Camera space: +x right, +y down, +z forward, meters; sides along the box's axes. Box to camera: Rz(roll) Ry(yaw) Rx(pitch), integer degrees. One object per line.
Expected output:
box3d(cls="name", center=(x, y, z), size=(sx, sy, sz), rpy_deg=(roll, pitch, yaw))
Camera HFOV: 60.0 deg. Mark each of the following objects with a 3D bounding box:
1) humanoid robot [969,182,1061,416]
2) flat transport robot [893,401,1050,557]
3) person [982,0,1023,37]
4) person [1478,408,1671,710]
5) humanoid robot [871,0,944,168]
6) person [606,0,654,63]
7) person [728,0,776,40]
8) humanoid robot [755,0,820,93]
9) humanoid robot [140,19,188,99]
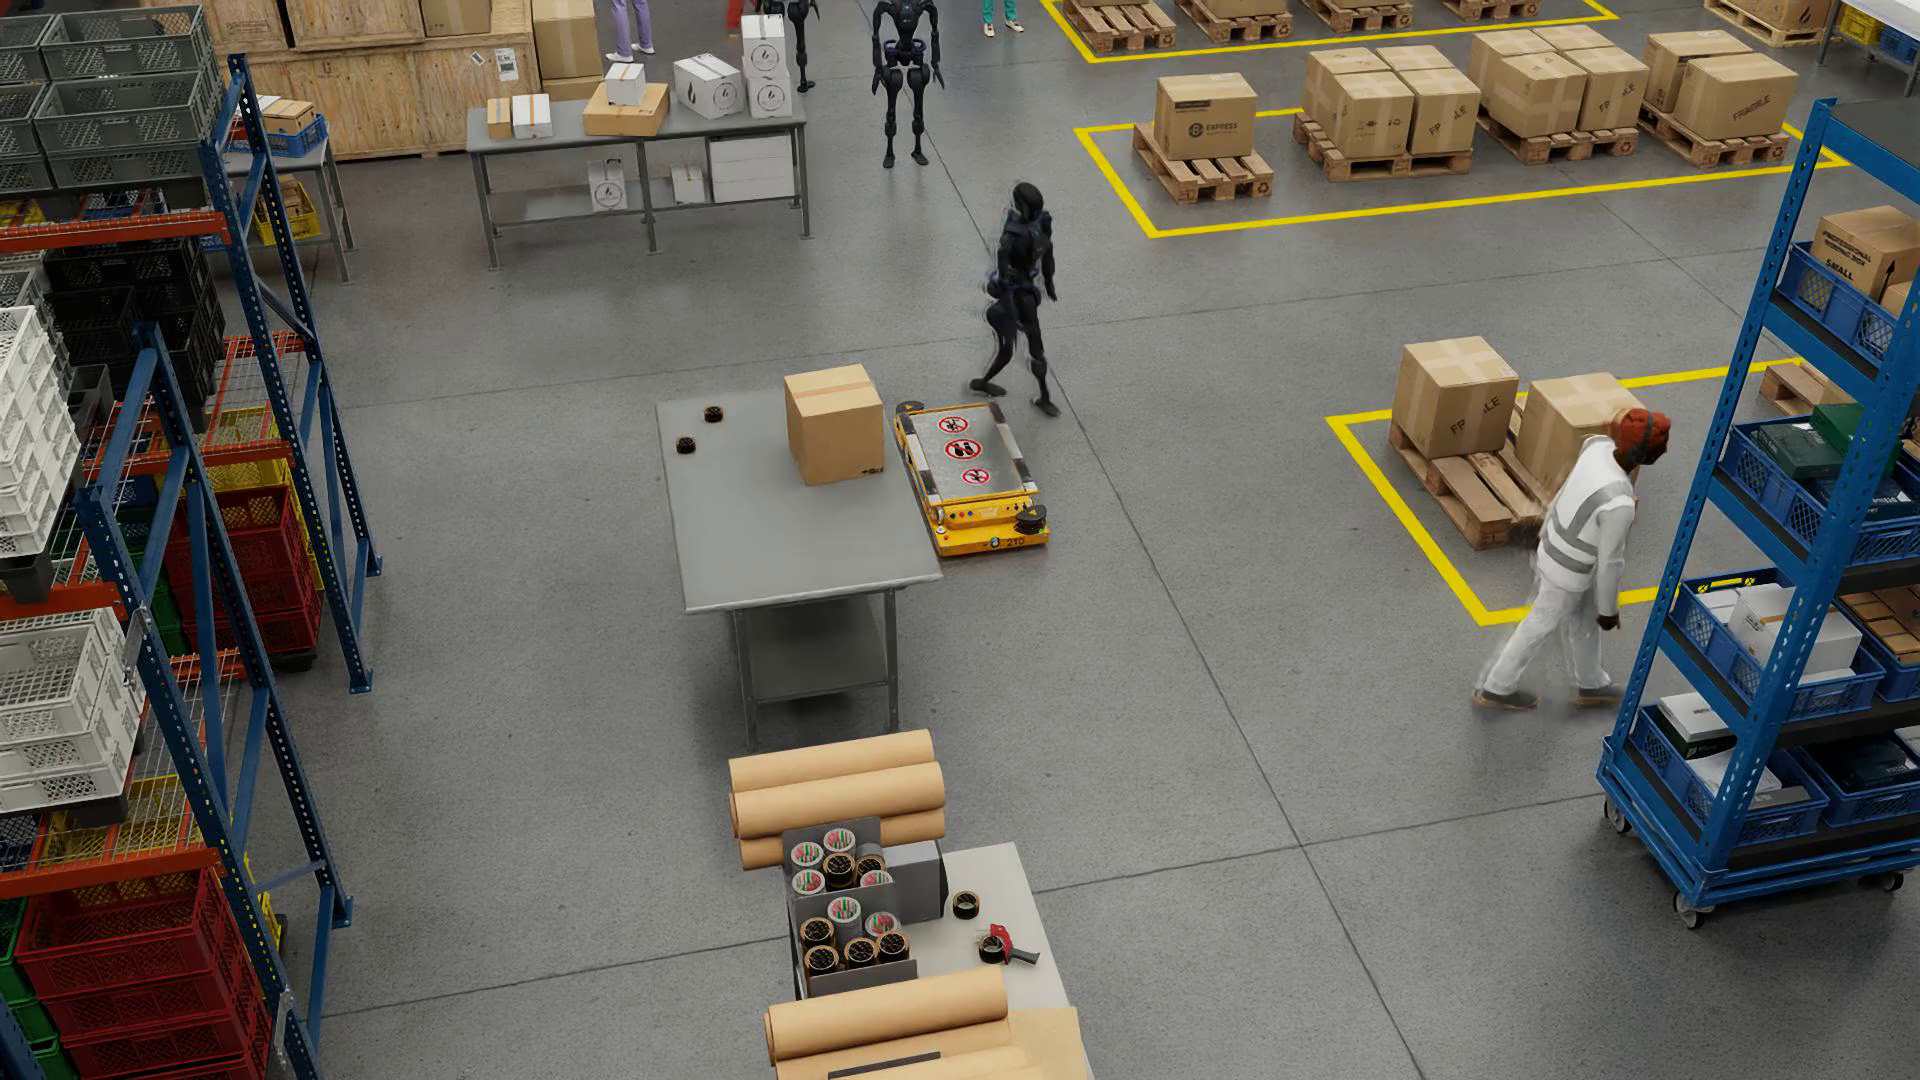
box3d(cls="humanoid robot", center=(0.368, -1.558, 10.500), size=(0.662, 1.620, 0.651), rpy_deg=(26, 44, 31))
box3d(cls="flat transport robot", center=(0.046, -0.430, 10.108), size=(0.652, 0.197, 1.431), rpy_deg=(-8, 37, -10))
box3d(cls="person", center=(0.429, -5.777, 16.063), size=(0.521, 1.768, 0.310), rpy_deg=(-15, 39, -19))
box3d(cls="person", center=(3.094, 0.143, 8.039), size=(0.889, 1.842, 0.605), rpy_deg=(6, 37, 8))
box3d(cls="humanoid robot", center=(-0.431, -3.852, 13.537), size=(0.603, 1.657, 0.318), rpy_deg=(-6, 37, -8))
box3d(cls="person", center=(-3.192, -5.431, 15.476), size=(0.405, 1.918, 0.582), rpy_deg=(24, 43, 29))
box3d(cls="person", center=(-2.045, -5.929, 16.121), size=(0.596, 1.939, 1.022), rpy_deg=(22, 42, 27))
box3d(cls="humanoid robot", center=(-1.559, -4.859, 14.892), size=(0.609, 1.657, 0.313), rpy_deg=(5, 37, 6))
box3d(cls="humanoid robot", center=(-5.888, -3.097, 12.525), size=(0.603, 1.657, 0.318), rpy_deg=(19, 41, 24))
